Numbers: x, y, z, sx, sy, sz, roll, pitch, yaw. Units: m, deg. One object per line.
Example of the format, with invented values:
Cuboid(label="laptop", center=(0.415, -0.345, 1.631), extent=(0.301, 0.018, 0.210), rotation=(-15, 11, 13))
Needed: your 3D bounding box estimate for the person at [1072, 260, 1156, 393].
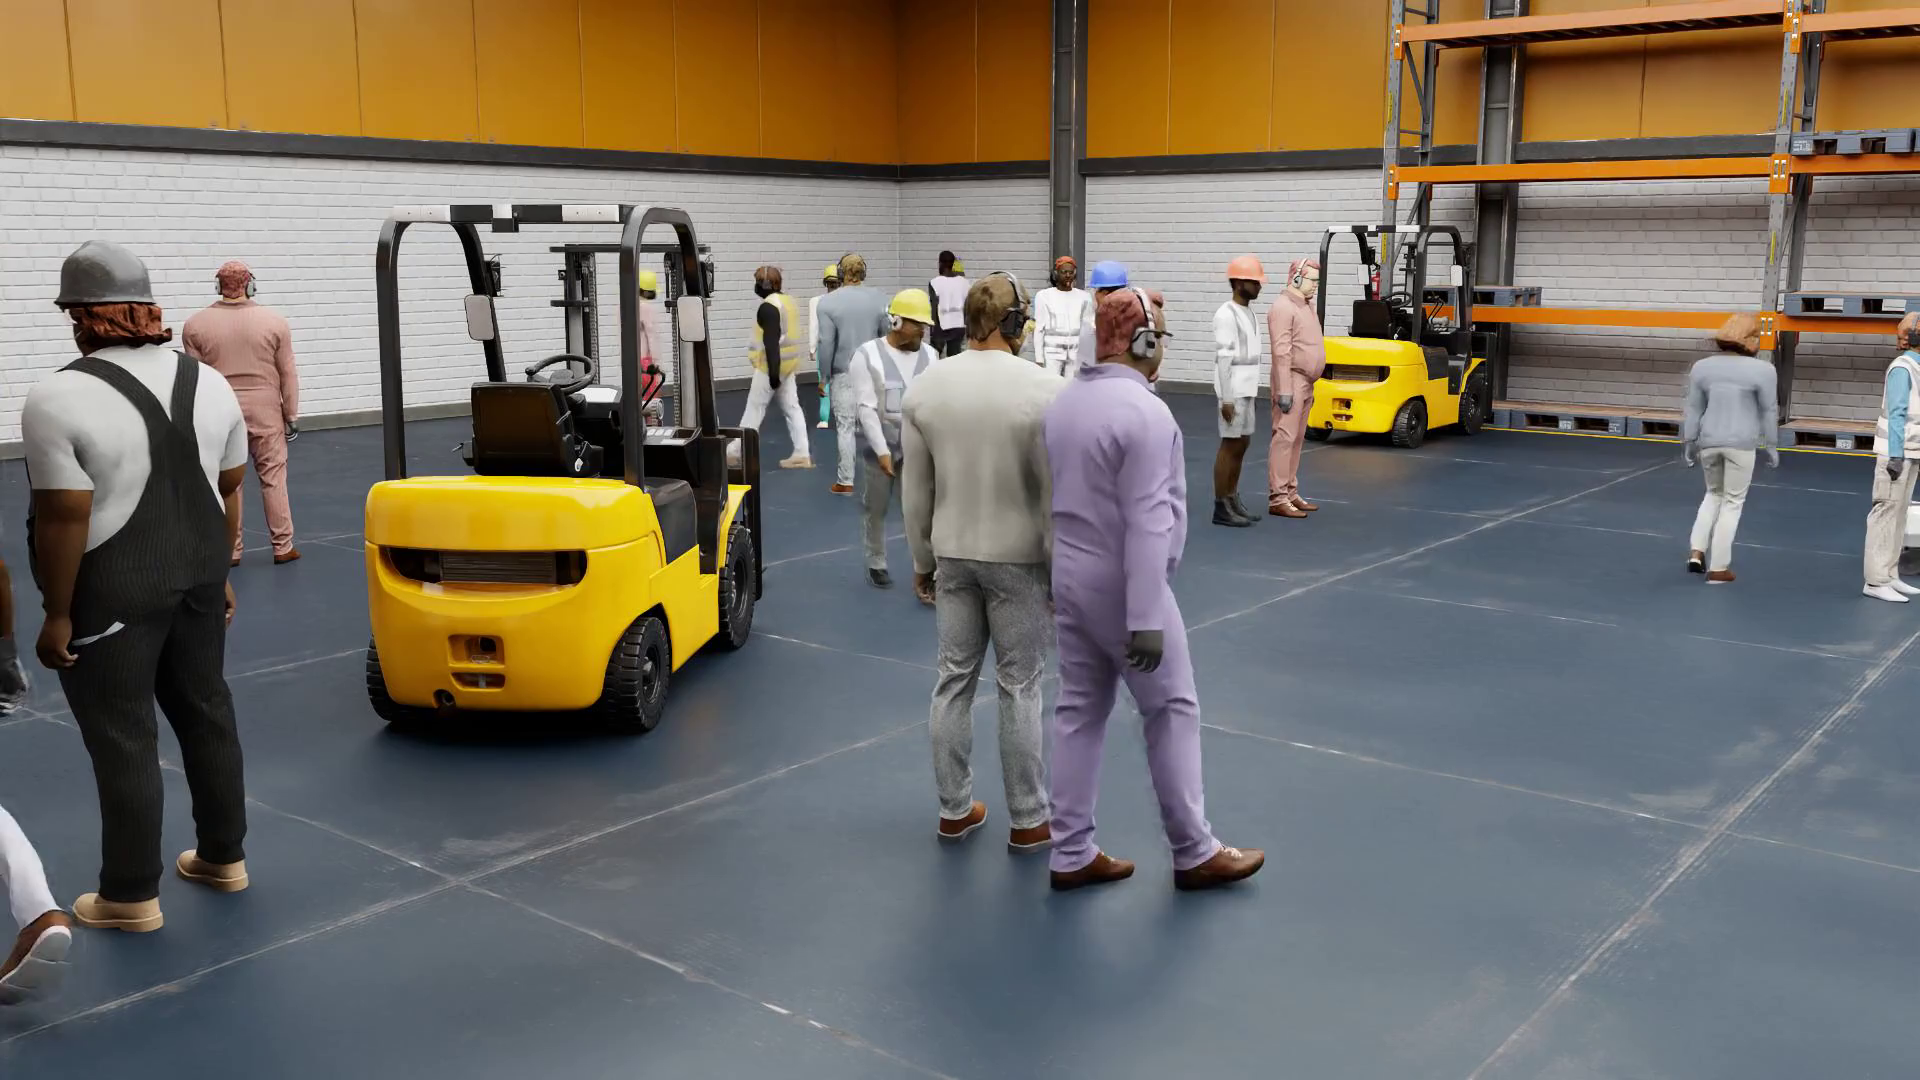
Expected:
Cuboid(label="person", center=(0.957, -0.893, 11.051), extent=(0.635, 1.900, 0.916), rotation=(-9, 14, -41))

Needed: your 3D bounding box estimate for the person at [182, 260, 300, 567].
Cuboid(label="person", center=(-4.463, -0.781, 10.401), extent=(0.641, 1.908, 0.407), rotation=(-3, 11, -16))

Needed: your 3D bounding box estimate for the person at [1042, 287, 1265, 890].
Cuboid(label="person", center=(0.601, 0.163, 5.204), extent=(0.737, 1.884, 0.679), rotation=(-5, 11, -25))

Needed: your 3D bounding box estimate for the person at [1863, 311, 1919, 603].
Cuboid(label="person", center=(5.363, -0.477, 9.452), extent=(0.315, 1.641, 0.515), rotation=(10, 14, 43))

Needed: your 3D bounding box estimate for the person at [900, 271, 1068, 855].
Cuboid(label="person", center=(0.103, 0.083, 5.542), extent=(0.629, 1.933, 0.379), rotation=(6, 12, 29))

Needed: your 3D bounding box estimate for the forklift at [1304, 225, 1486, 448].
Cuboid(label="forklift", center=(4.449, -2.115, 16.993), extent=(1.214, 2.155, 2.313), rotation=(8, 13, 38))

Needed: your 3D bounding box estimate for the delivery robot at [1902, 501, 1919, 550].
Cuboid(label="delivery robot", center=(6.083, -0.099, 10.105), extent=(0.707, 0.478, 0.477), rotation=(4, 11, 21))

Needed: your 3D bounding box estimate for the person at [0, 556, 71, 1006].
Cuboid(label="person", center=(-2.710, 0.347, 4.395), extent=(0.818, 1.836, 0.569), rotation=(6, 12, 30))

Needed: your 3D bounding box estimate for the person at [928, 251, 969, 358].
Cuboid(label="person", center=(-0.150, -2.593, 20.436), extent=(0.597, 1.904, 0.448), rotation=(-6, 12, -32))

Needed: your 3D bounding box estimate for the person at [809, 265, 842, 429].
Cuboid(label="person", center=(-1.369, -2.075, 17.958), extent=(0.533, 1.768, 0.310), rotation=(-2, 11, -13))

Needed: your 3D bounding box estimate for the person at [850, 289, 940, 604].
Cuboid(label="person", center=(-0.338, -0.533, 9.437), extent=(0.581, 1.764, 0.974), rotation=(-5, 11, -24))

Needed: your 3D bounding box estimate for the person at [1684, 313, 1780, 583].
Cuboid(label="person", center=(4.579, -0.539, 9.886), extent=(0.362, 1.613, 0.498), rotation=(-8, 13, -38))

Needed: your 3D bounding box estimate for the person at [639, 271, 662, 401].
Cuboid(label="person", center=(-3.175, -1.775, 16.418), extent=(0.379, 1.732, 0.600), rotation=(-8, 13, -38))

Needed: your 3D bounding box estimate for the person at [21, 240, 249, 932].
Cuboid(label="person", center=(-2.494, 0.130, 4.977), extent=(0.536, 2.000, 0.688), rotation=(5, 11, 24))

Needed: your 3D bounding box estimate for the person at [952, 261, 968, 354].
Cuboid(label="person", center=(-0.059, -2.999, 23.139), extent=(0.295, 1.743, 0.493), rotation=(7, 12, 33))

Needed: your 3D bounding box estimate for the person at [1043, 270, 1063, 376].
Cuboid(label="person", center=(1.202, -2.417, 20.060), extent=(0.550, 1.676, 0.563), rotation=(-5, 11, -25))

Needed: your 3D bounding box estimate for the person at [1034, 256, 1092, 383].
Cuboid(label="person", center=(0.970, -1.710, 15.617), extent=(0.576, 1.882, 0.355), rotation=(-3, 11, -18))

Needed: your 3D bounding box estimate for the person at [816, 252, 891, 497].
Cuboid(label="person", center=(-0.847, -1.312, 13.254), extent=(0.628, 1.940, 0.378), rotation=(-5, 11, -24))

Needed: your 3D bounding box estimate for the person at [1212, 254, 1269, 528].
Cuboid(label="person", center=(2.011, -1.064, 11.884), extent=(0.370, 1.934, 0.551), rotation=(6, 12, 29))

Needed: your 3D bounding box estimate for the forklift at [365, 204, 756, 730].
Cuboid(label="forklift", center=(-1.766, -0.406, 7.525), extent=(1.214, 2.155, 2.313), rotation=(1, 10, 7))

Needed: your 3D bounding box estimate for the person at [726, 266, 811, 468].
Cuboid(label="person", center=(-1.770, -1.532, 14.848), extent=(0.948, 1.794, 0.660), rotation=(2, 10, 11))

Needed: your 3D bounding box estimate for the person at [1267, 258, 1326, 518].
Cuboid(label="person", center=(2.500, -1.126, 12.327), extent=(0.407, 1.903, 0.639), rotation=(5, 11, 26))
